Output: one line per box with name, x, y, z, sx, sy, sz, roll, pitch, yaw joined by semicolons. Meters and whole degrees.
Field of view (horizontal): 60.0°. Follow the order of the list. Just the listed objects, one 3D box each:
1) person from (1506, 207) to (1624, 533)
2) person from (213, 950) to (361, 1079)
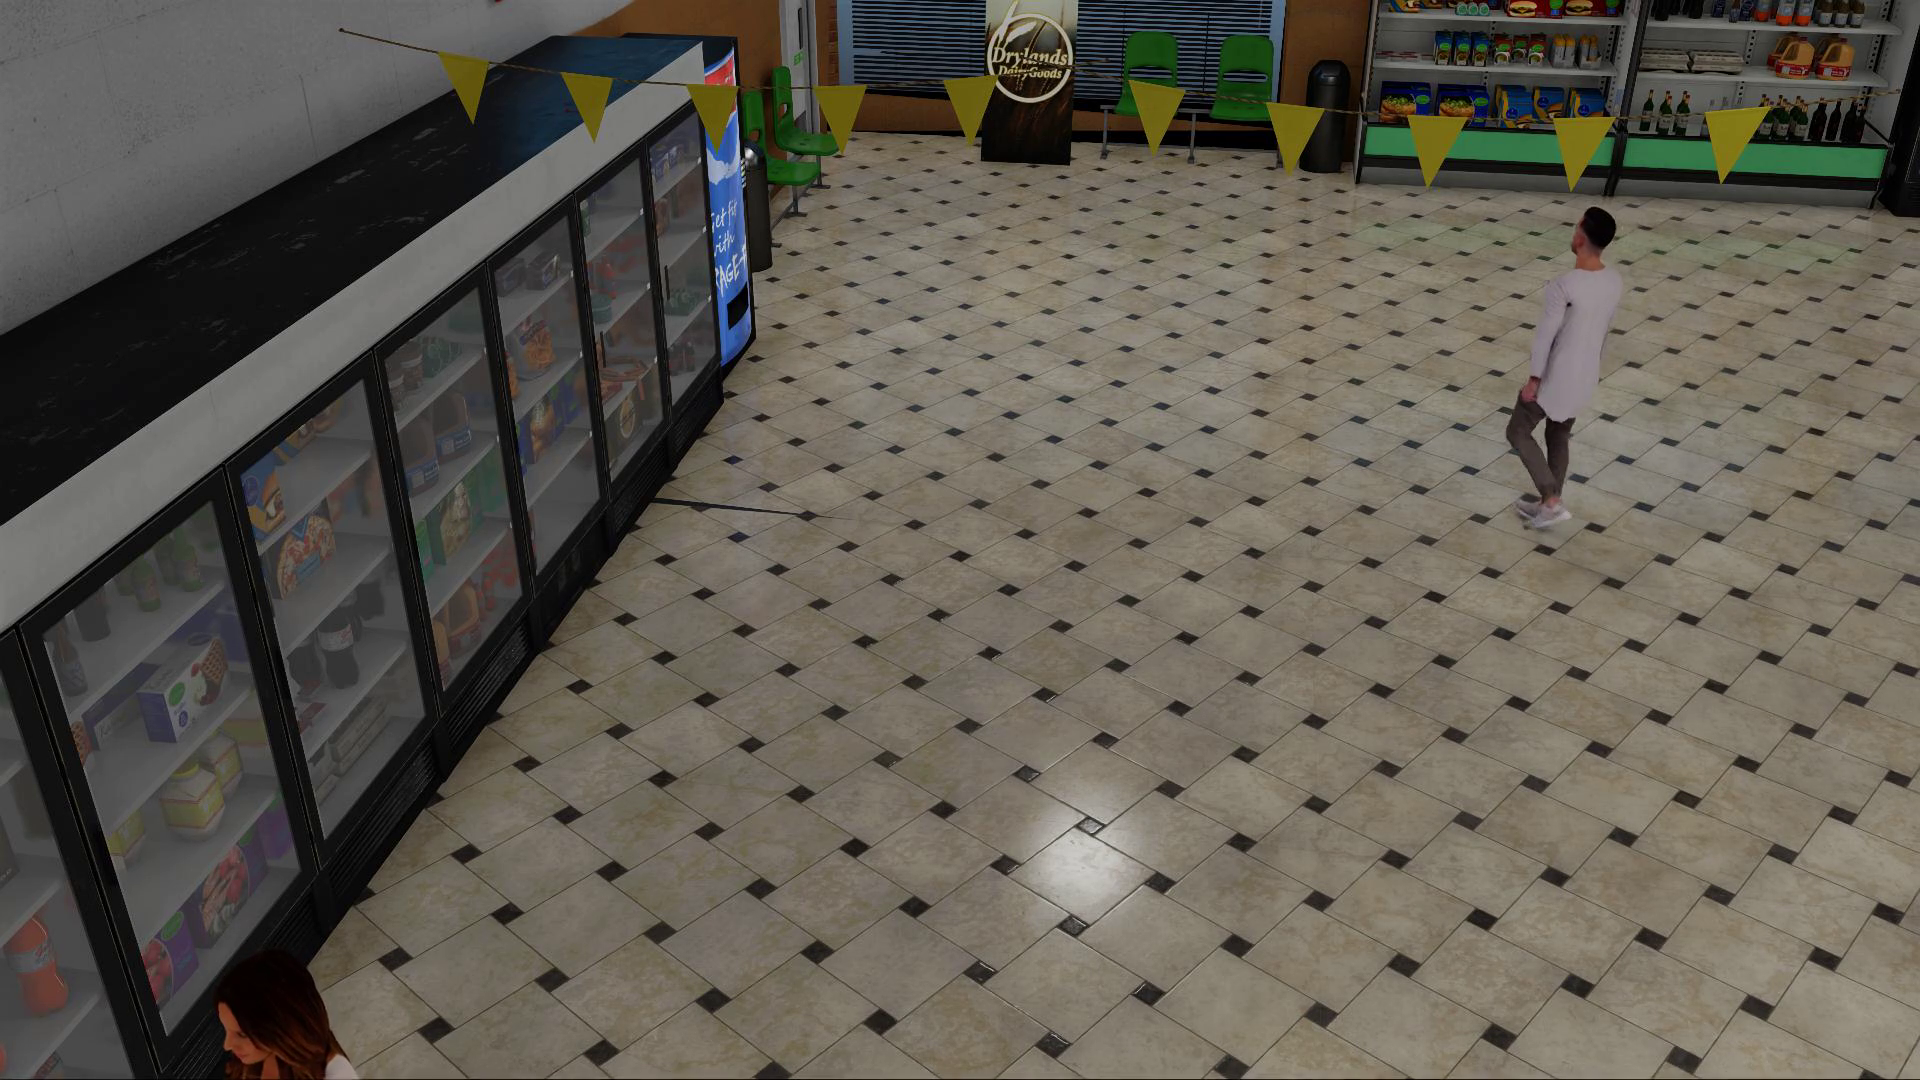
person;3.241;-0.836;8.791;0.841;1.829;0.910;-14;31;-23
person;-1.525;1.718;4.162;0.580;1.783;0.719;16;33;27
